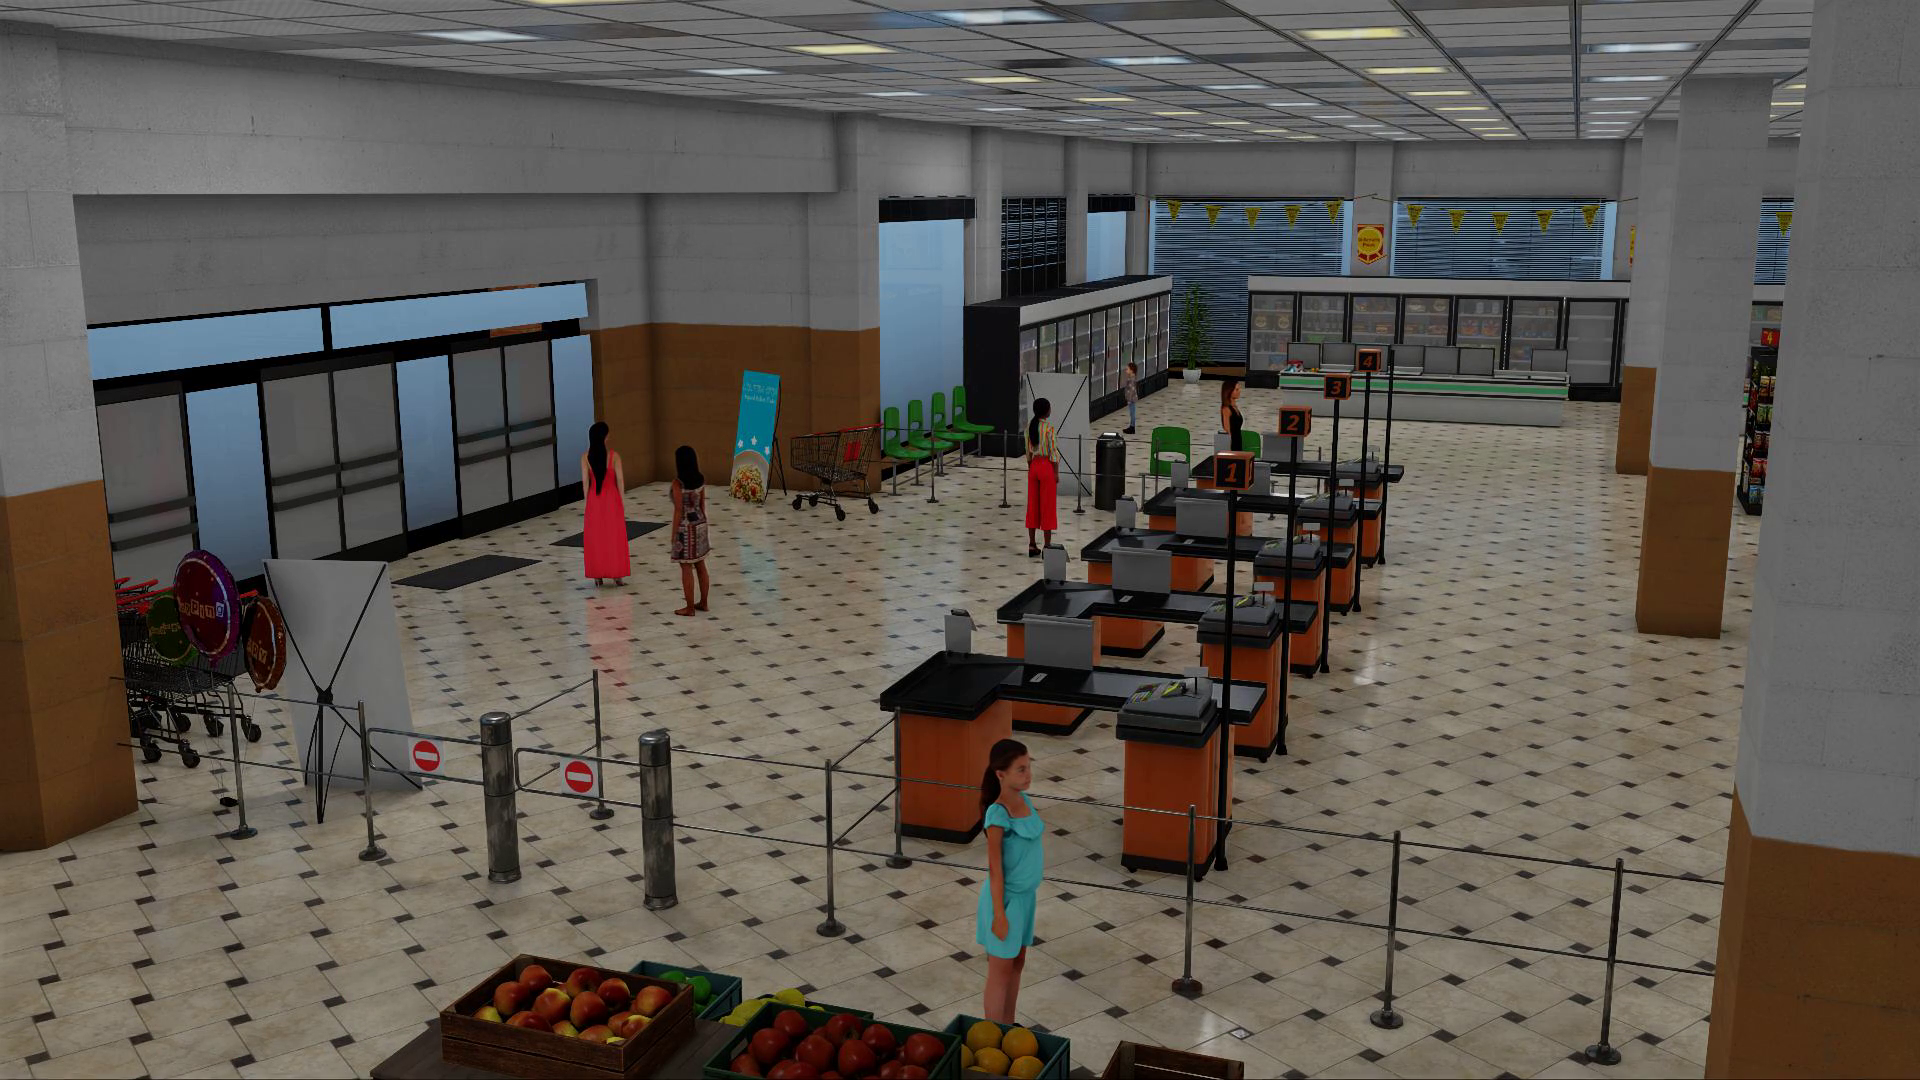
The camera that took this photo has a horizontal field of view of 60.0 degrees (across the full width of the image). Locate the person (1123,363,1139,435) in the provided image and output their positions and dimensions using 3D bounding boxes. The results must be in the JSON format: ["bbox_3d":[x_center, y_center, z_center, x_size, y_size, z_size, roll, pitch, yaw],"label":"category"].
[{"bbox_3d":[2.895,-2.394,28.016,0.521,1.194,0.524,2,12,7],"label":"person"}]

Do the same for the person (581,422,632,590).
[{"bbox_3d":[-3.651,-0.360,17.061,0.632,1.728,0.753,0,12,-2],"label":"person"}]

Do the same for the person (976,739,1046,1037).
[{"bbox_3d":[0.231,1.679,7.794,0.555,1.557,0.561,6,13,25],"label":"person"}]

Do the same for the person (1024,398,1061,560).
[{"bbox_3d":[0.910,-0.690,18.470,0.571,1.793,0.717,9,15,37],"label":"person"}]

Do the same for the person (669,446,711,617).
[{"bbox_3d":[-2.607,-0.097,16.016,0.600,1.644,0.693,7,14,31],"label":"person"}]

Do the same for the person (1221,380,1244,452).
[{"bbox_3d":[3.206,-0.995,19.819,0.524,1.835,0.583,5,13,22],"label":"person"}]
